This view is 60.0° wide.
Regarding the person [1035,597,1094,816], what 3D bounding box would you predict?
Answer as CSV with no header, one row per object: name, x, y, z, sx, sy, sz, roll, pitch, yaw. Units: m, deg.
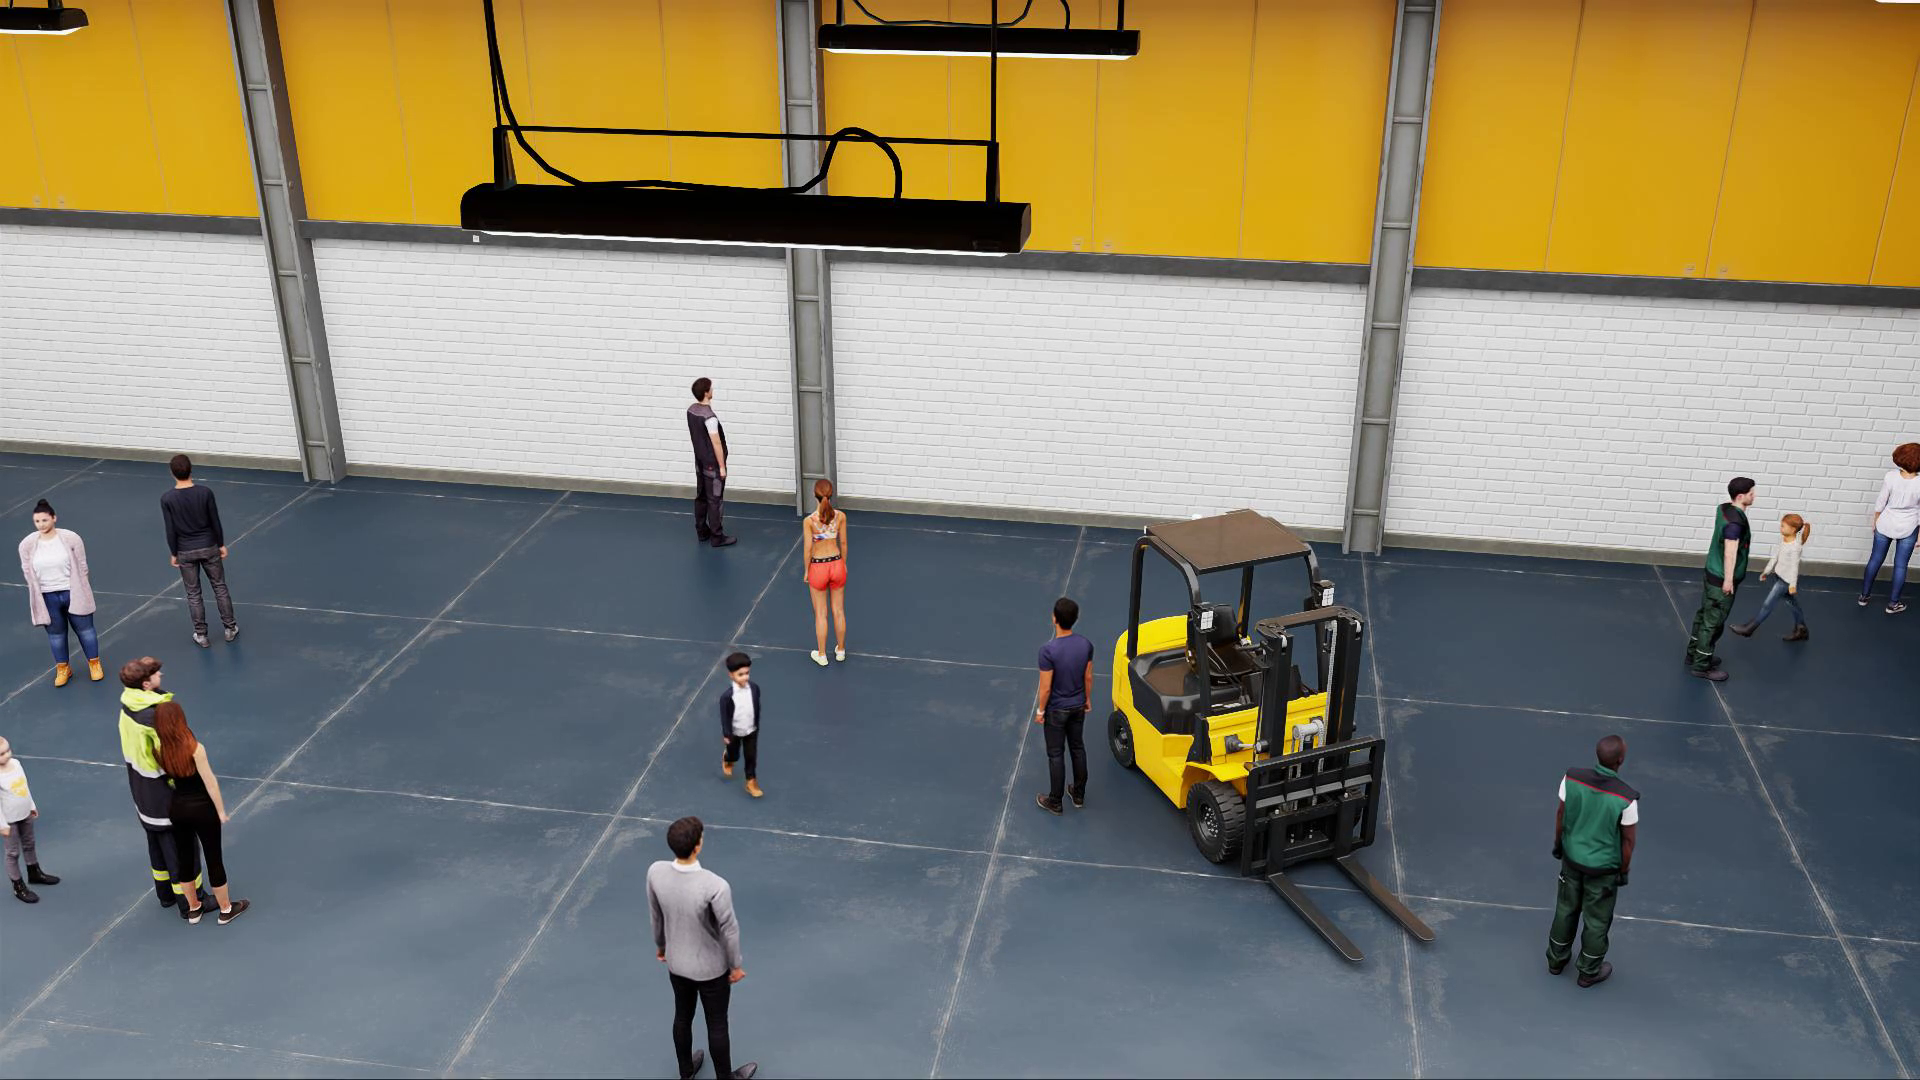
person,0.809,1.283,12.859,0.684,1.791,0.773,-13,27,-27

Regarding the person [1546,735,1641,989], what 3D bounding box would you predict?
person,4.157,2.096,10.939,0.846,1.839,0.750,-22,32,-40

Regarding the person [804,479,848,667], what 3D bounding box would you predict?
person,-1.211,0.290,15.129,0.650,1.792,0.731,-9,25,-21

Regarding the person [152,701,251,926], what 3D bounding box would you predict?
person,-5.343,1.890,11.552,0.454,1.726,0.633,3,24,6

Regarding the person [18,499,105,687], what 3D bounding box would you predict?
person,-8.007,0.453,14.818,0.749,1.744,0.853,-9,25,-19

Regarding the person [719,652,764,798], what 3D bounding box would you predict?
person,-1.762,1.443,13.213,0.756,1.215,0.793,-13,27,-27

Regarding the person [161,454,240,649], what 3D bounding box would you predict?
person,-7.092,0.096,15.477,0.700,1.870,0.775,-14,27,-29

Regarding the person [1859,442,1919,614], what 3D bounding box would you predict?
person,9.139,-0.140,16.215,0.811,1.711,0.725,-21,31,-39

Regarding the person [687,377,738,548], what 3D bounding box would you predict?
person,-2.670,-0.834,17.631,0.801,1.849,0.718,-19,30,-37

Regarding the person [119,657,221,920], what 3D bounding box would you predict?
person,-5.583,1.713,11.635,0.793,1.983,0.929,19,30,36

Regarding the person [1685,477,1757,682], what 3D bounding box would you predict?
person,6.848,0.314,14.941,0.567,1.899,0.687,5,24,12

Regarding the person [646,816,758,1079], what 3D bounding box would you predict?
person,-1.578,2.492,9.929,0.664,1.923,0.858,10,26,22

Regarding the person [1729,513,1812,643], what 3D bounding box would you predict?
person,7.791,0.385,15.554,0.937,1.277,0.465,4,24,8

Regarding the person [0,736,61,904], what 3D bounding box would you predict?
person,-6.791,1.970,11.927,0.487,1.279,0.482,4,24,10
